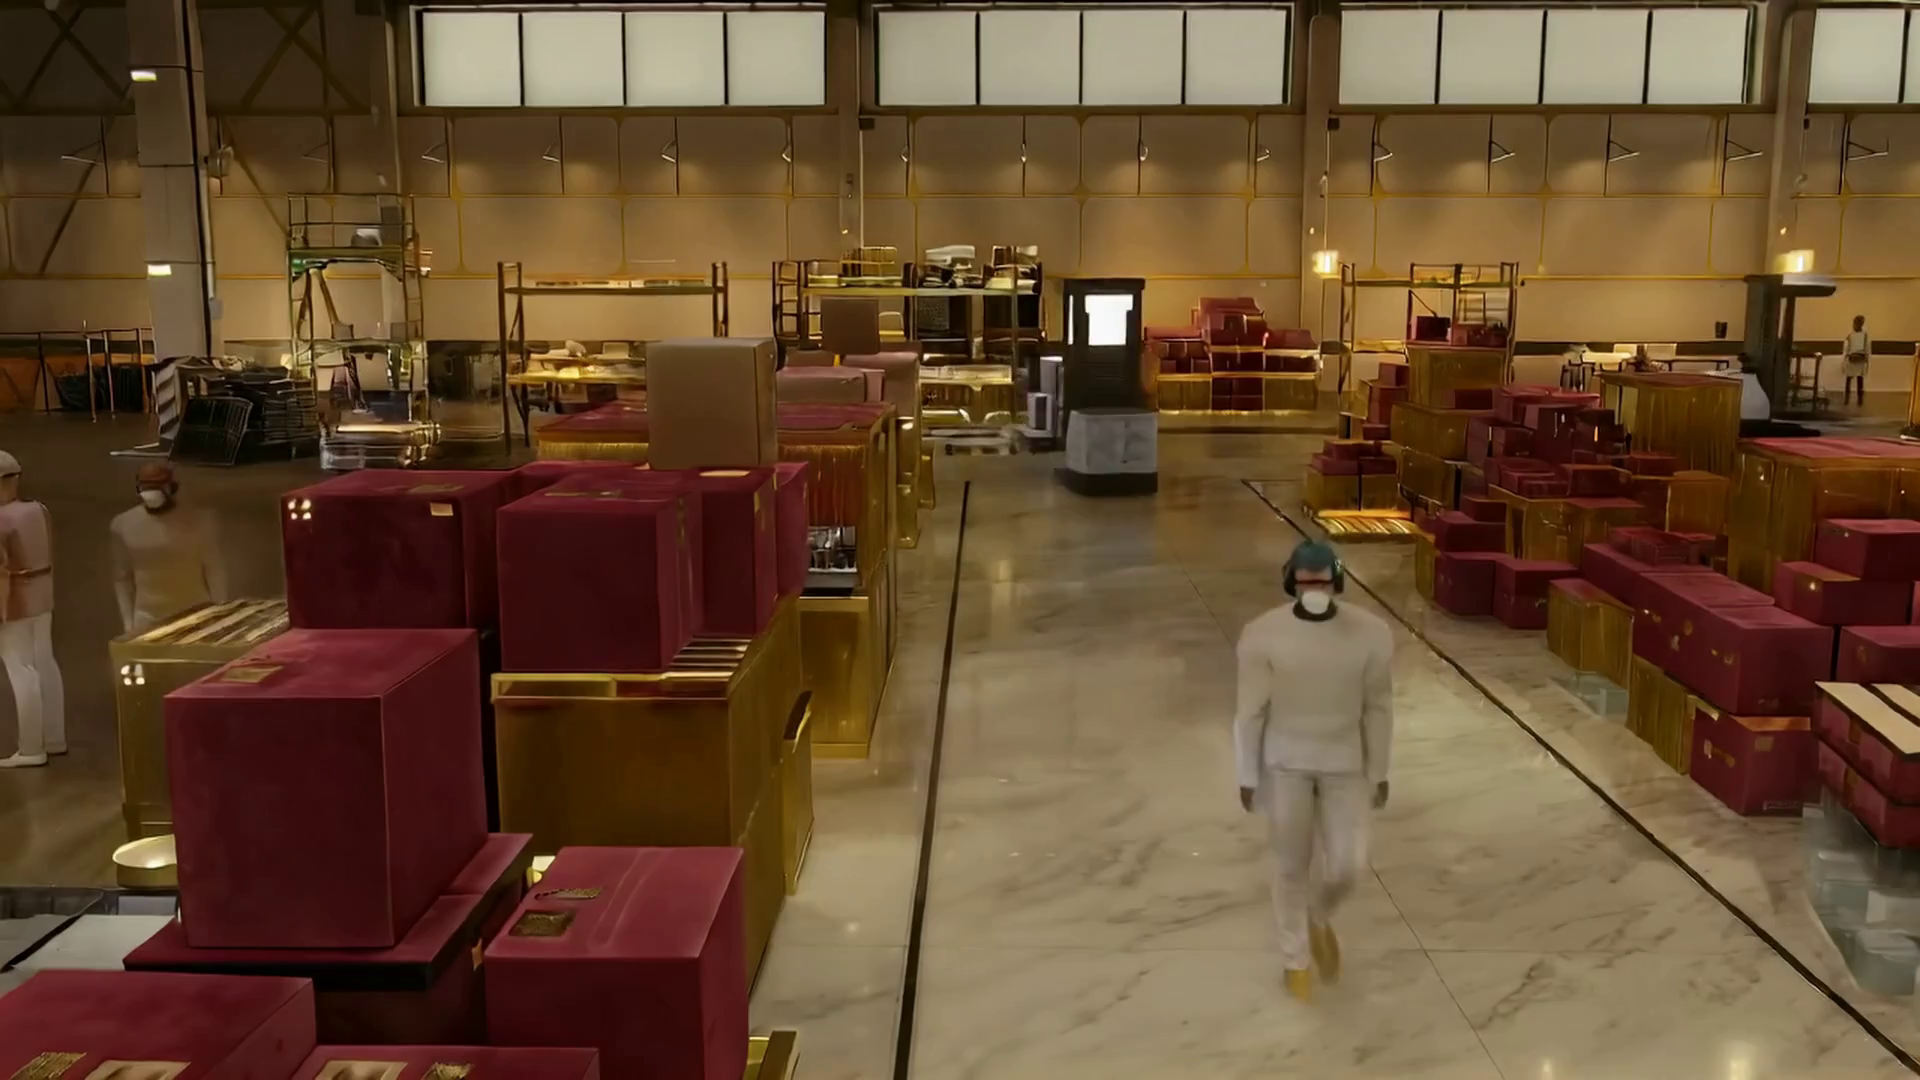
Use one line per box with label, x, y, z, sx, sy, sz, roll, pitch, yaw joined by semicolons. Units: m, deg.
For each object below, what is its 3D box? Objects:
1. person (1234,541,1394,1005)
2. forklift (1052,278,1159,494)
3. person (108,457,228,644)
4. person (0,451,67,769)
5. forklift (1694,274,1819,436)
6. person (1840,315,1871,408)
person;1.444;0.947;6.825;0.651;1.922;0.453;1;10;6
forklift;1.955;-2.096;22.189;1.129;2.768;1.873;-1;10;-7
person;-4.704;0.433;9.976;0.641;1.910;0.913;-2;10;-12
person;-5.678;0.418;10.013;0.380;1.917;0.586;0;9;2
forklift;14.005;-3.267;29.205;1.873;2.768;1.129;1;10;8
person;18.686;-3.717;34.716;0.542;1.939;0.361;4;10;25
